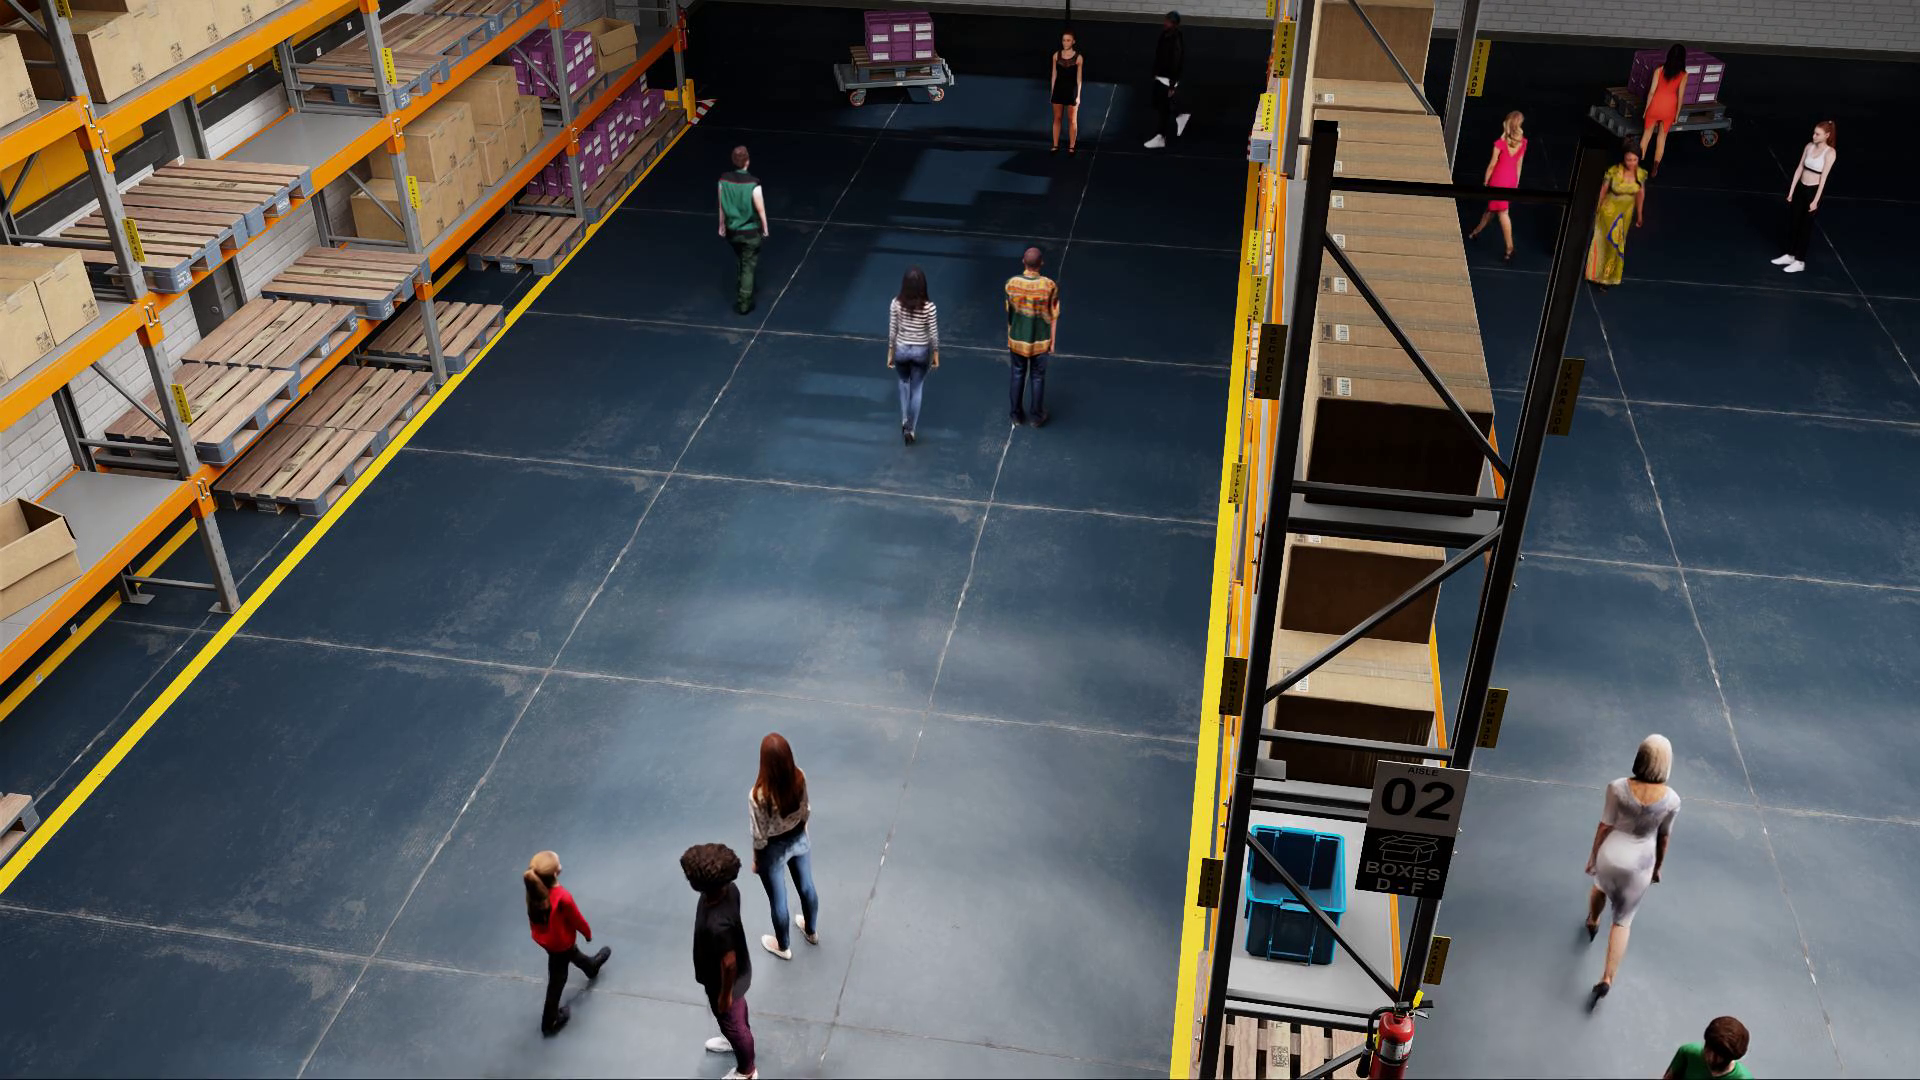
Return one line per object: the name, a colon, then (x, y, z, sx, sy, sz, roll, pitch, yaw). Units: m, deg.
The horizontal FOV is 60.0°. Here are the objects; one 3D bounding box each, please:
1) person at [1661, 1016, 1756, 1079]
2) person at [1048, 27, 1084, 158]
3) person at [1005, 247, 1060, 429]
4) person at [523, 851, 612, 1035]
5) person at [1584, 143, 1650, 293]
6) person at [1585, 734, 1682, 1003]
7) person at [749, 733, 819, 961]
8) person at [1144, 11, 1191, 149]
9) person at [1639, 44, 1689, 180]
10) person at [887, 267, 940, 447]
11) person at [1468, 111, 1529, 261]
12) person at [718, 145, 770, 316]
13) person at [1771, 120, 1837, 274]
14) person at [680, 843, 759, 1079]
person: (3.735, 3.010, 8.487, 0.658, 1.651, 0.675, 25, 41, 33)
person: (1.400, -5.883, 21.847, 0.605, 1.672, 0.598, 11, 35, 16)
person: (0.655, -1.917, 15.761, 0.661, 1.805, 0.631, 6, 34, 9)
person: (-2.411, 2.381, 9.796, 0.732, 1.251, 0.954, 20, 38, 27)
person: (7.276, -3.670, 18.549, 0.993, 1.638, 1.196, -7, 34, -10)
person: (3.973, 1.998, 9.966, 0.752, 1.700, 1.100, 13, 36, 19)
person: (-1.075, 1.862, 10.145, 0.640, 1.728, 0.707, -23, 40, -30)
person: (2.818, -6.115, 22.079, 1.030, 1.803, 1.041, -13, 36, -19)
person: (8.928, -5.454, 21.162, 0.616, 1.717, 0.571, 11, 35, 16)
person: (-0.458, -1.639, 15.368, 0.621, 1.777, 0.577, 5, 34, 8)
person: (6.257, -4.004, 19.024, 0.993, 1.668, 1.175, -13, 36, -19)
person: (-2.356, -3.294, 17.819, 0.735, 1.821, 0.894, 11, 35, 16)
person: (9.593, -3.891, 18.784, 0.712, 1.745, 0.593, -10, 35, -15)
person: (-1.317, 2.378, 9.321, 0.760, 1.781, 0.616, -7, 34, -10)
